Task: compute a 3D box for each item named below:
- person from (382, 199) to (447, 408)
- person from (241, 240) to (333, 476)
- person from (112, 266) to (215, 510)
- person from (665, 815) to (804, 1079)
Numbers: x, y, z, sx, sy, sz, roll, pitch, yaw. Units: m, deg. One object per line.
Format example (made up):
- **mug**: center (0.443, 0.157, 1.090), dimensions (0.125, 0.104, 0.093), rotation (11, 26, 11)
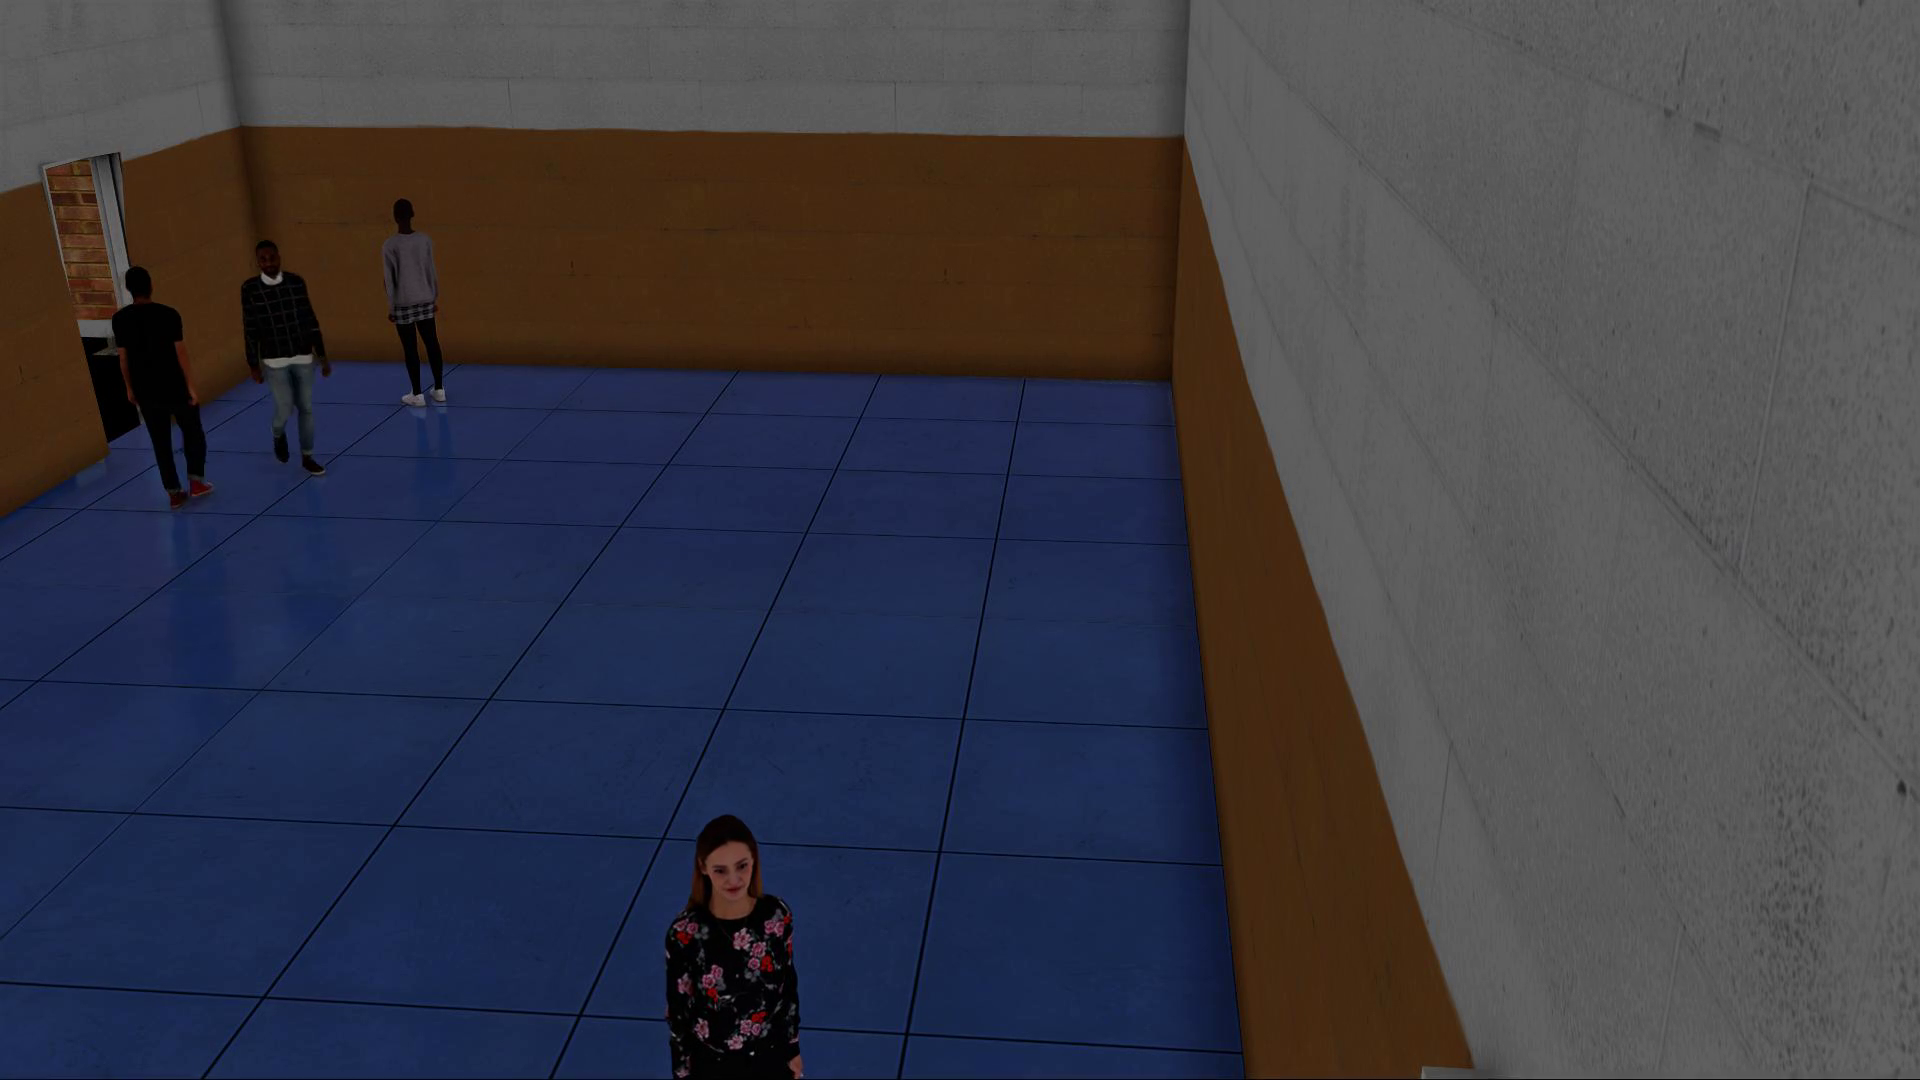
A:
- **person**: center (-4.669, -2.031, 14.218), dimensions (0.697, 1.772, 0.739), rotation (-20, 29, -41)
- **person**: center (-5.124, -1.387, 12.576), dimensions (0.897, 1.802, 0.957), rotation (-18, 28, -37)
- **person**: center (-5.687, -1.052, 11.812), dimensions (0.650, 1.750, 0.788), rotation (-3, 22, -8)
- **person**: center (-0.710, 1.620, 5.253), dimensions (0.596, 1.682, 0.709), rotation (-9, 24, -21)
